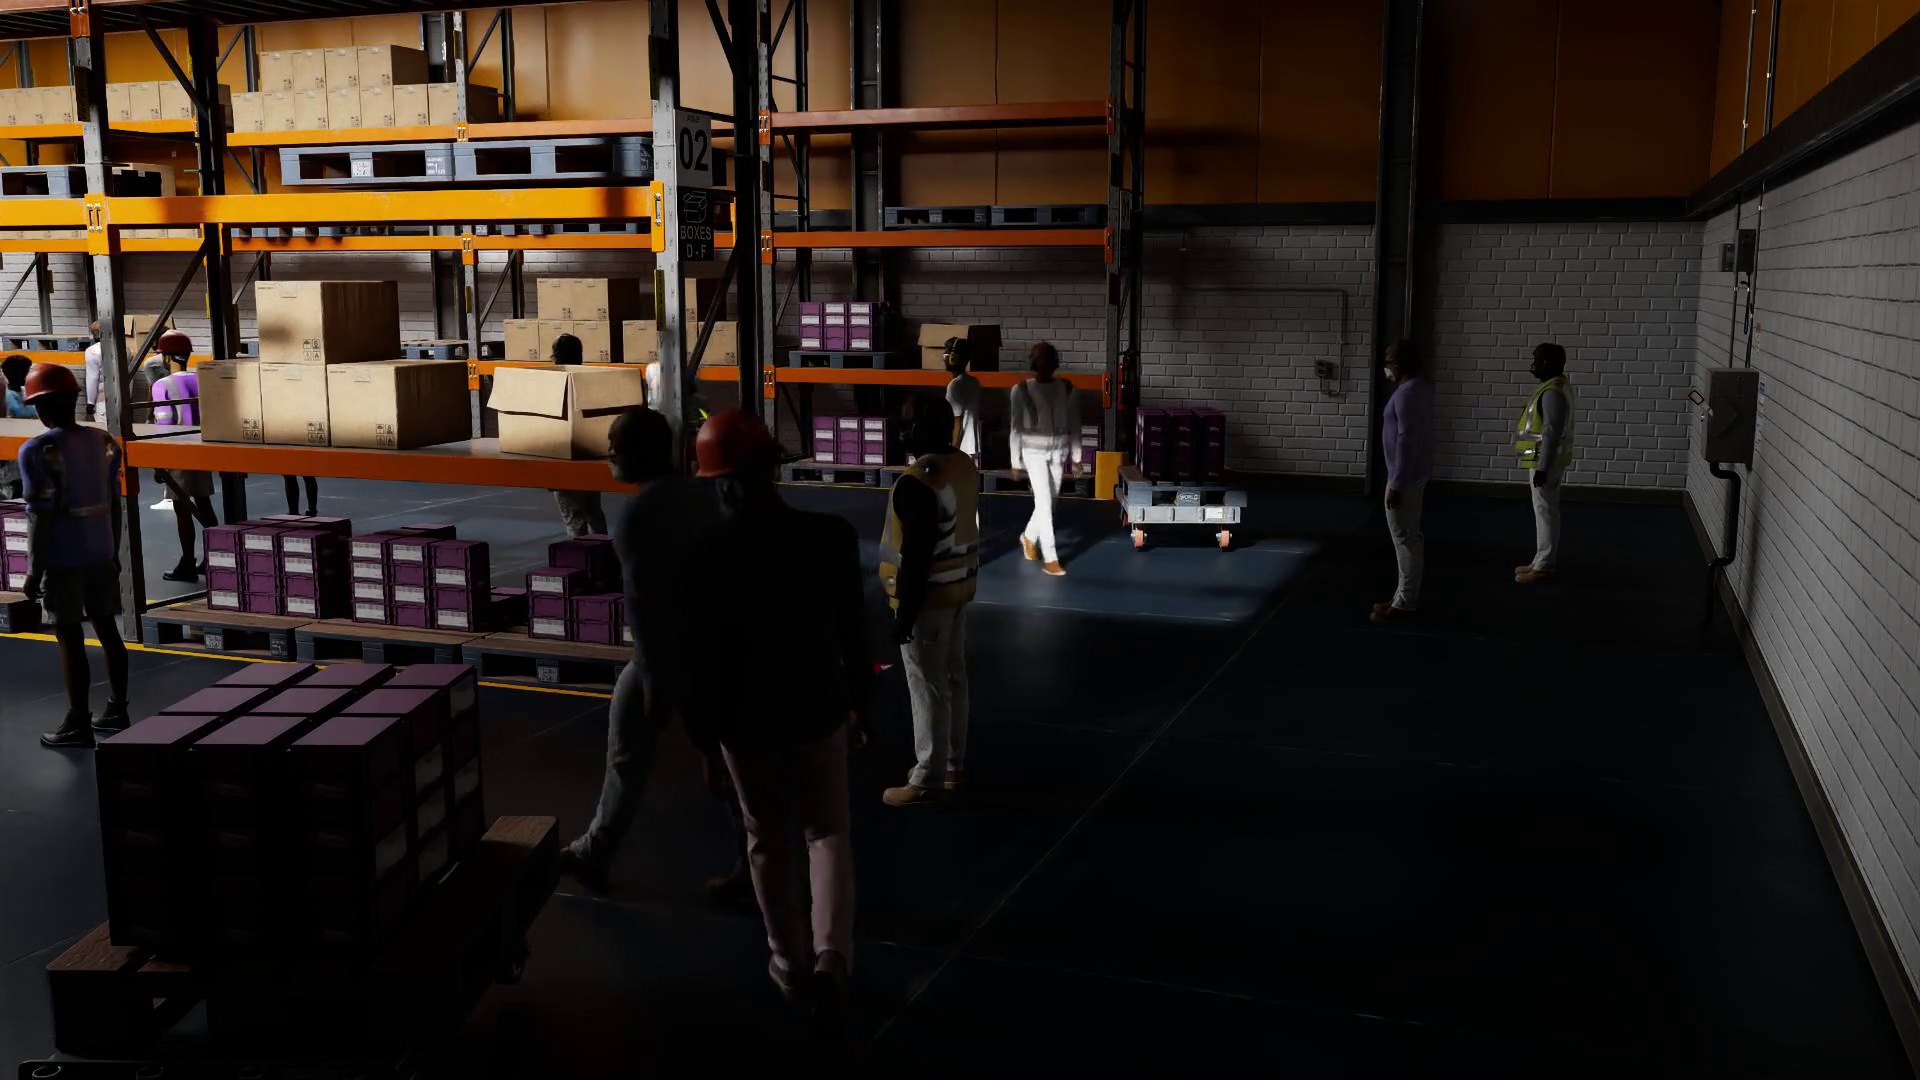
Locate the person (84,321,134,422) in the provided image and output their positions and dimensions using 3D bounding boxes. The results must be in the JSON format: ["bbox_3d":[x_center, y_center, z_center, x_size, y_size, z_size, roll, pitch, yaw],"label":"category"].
[{"bbox_3d":[-9.910,-1.634,19.362,0.429,1.839,0.623,3,10,20],"label":"person"}]

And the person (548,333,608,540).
[{"bbox_3d":[-2.818,-0.543,12.204,0.373,1.935,0.628,3,10,20],"label":"person"}]

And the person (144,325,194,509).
[{"bbox_3d":[-7.996,-1.237,16.763,0.329,1.872,0.510,3,10,20],"label":"person"}]

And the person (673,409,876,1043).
[{"bbox_3d":[-0.551,0.571,5.154,0.639,1.951,0.808,-2,9,-12],"label":"person"}]

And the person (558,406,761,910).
[{"bbox_3d":[-1.141,0.440,6.196,1.030,1.872,0.664,4,10,25],"label":"person"}]

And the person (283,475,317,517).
[{"bbox_3d":[-6.145,-1.022,15.230,0.368,1.929,0.542,3,10,20],"label":"person"}]

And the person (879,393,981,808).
[{"bbox_3d":[-0.146,0.266,7.412,0.429,1.844,0.623,3,10,20],"label":"person"}]

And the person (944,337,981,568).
[{"bbox_3d":[-0.014,-0.673,13.219,0.329,1.872,0.510,3,10,20],"label":"person"}]

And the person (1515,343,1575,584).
[{"bbox_3d":[4.476,-0.585,12.761,0.429,1.844,0.623,3,10,20],"label":"person"}]

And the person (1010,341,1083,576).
[{"bbox_3d":[0.652,-0.682,13.385,0.578,1.852,0.940,-4,10,-23],"label":"person"}]

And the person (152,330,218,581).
[{"bbox_3d":[-6.003,-0.649,12.859,0.358,1.938,0.542,3,10,20],"label":"person"}]

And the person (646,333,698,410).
[{"bbox_3d":[-2.717,-1.094,15.957,0.586,1.851,0.927,4,10,21],"label":"person"}]

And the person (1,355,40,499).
[{"bbox_3d":[-8.044,-0.750,14.276,0.548,1.674,0.545,2,9,12],"label":"person"}]

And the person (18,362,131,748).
[{"bbox_3d":[-4.446,0.078,8.322,0.368,1.929,0.542,3,10,20],"label":"person"}]

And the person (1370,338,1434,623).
[{"bbox_3d":[3.013,-0.399,11.302,0.373,1.935,0.628,3,10,20],"label":"person"}]

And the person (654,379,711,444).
[{"bbox_3d":[-2.375,-0.703,14.251,0.497,1.601,0.781,-6,11,-33],"label":"person"}]

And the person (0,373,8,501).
[{"bbox_3d":[-8.096,-0.766,13.653,0.375,1.919,0.584,3,10,20],"label":"person"}]
